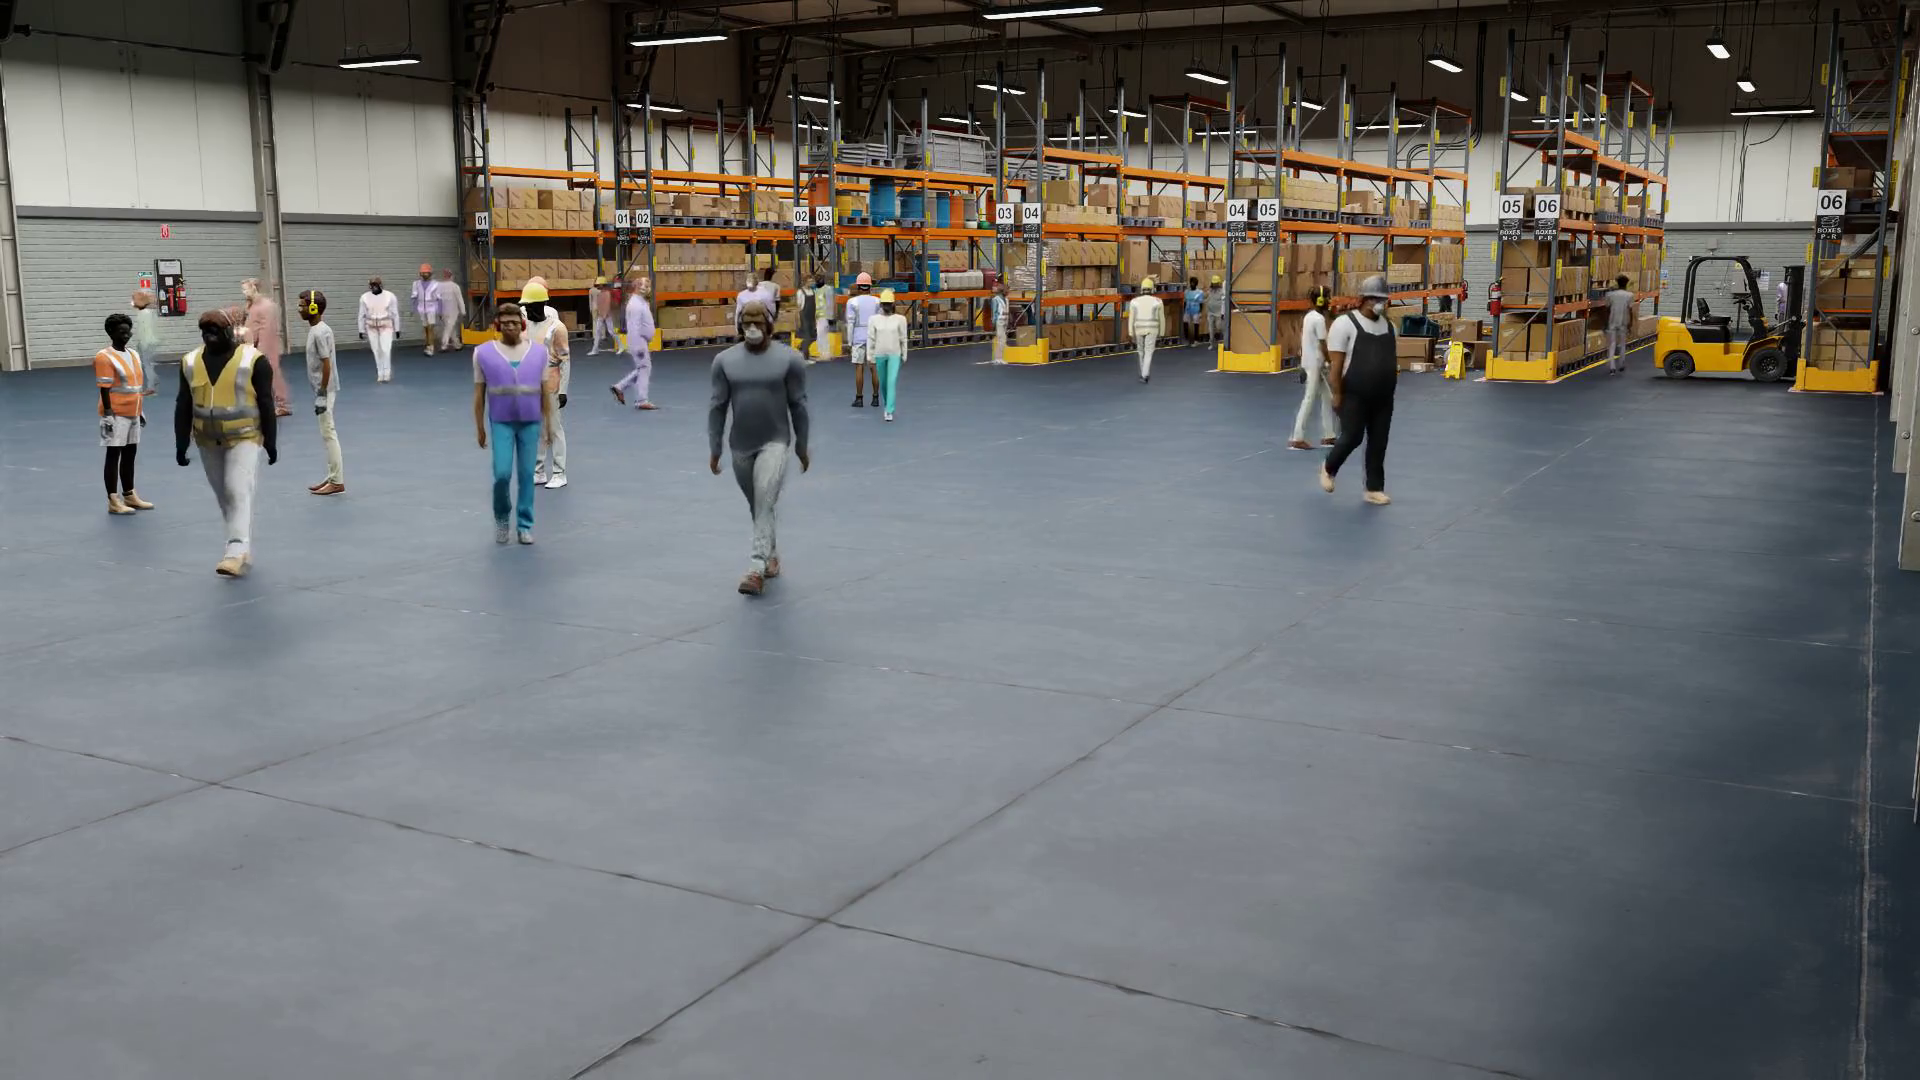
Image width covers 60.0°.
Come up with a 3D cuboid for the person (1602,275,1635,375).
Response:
[{"bbox_3d":[12.136,-3.960,30.680,0.539,1.817,0.982,4,11,24],"label":"person"}]

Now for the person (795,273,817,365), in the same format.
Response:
[{"bbox_3d":[-3.124,-4.455,33.544,0.570,1.832,0.535,8,12,39],"label":"person"}]

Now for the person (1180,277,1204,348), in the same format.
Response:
[{"bbox_3d":[5.458,-5.369,39.314,0.553,1.671,0.683,6,12,33],"label":"person"}]

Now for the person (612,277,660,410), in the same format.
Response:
[{"bbox_3d":[-4.615,-2.786,23.616,0.595,1.884,0.675,-1,10,-4],"label":"person"}]

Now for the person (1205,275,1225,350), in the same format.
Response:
[{"bbox_3d":[5.985,-5.307,38.832,0.492,1.732,0.484,7,12,35],"label":"person"}]

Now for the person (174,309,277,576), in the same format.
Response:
[{"bbox_3d":[-5.062,-0.653,11.341,0.645,1.807,0.848,1,10,4],"label":"person"}]

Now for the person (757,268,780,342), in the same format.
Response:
[{"bbox_3d":[-4.274,-5.012,36.535,0.634,1.914,0.923,-4,10,-20],"label":"person"}]

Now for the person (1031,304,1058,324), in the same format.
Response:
[{"bbox_3d":[1.919,-5.203,37.651,0.624,1.932,0.374,0,10,-2],"label":"person"}]

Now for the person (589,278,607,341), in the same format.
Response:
[{"bbox_3d":[-9.262,-5.909,42.654,0.494,1.624,0.279,0,10,-2],"label":"person"}]

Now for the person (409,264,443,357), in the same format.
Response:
[{"bbox_3d":[-11.564,-4.962,36.031,0.631,1.984,1.066,0,10,2],"label":"person"}]

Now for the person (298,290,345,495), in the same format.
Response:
[{"bbox_3d":[-5.842,-1.341,15.197,0.333,1.870,0.515,-4,10,-20],"label":"person"}]

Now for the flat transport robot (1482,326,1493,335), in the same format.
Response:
[{"bbox_3d":[14.583,-5.771,45.802,0.652,0.197,1.431,5,11,29],"label":"flat transport robot"}]

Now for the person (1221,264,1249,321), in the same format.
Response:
[{"bbox_3d":[5.811,-4.834,35.174,0.606,2.035,0.403,5,11,28],"label":"person"}]

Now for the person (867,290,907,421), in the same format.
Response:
[{"bbox_3d":[-0.962,-2.481,22.238,0.527,1.731,0.856,1,10,6],"label":"person"}]

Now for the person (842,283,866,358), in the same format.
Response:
[{"bbox_3d":[-2.215,-4.714,35.715,0.711,1.603,0.505,-7,12,-34],"label":"person"}]

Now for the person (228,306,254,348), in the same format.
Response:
[{"bbox_3d":[-8.716,-2.022,20.012,0.565,1.582,0.910,5,11,29],"label":"person"}]

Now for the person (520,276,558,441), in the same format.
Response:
[{"bbox_3d":[-4.945,-2.115,19.522,0.547,1.938,0.379,1,10,6],"label":"person"}]

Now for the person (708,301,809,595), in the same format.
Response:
[{"bbox_3d":[-1.328,-0.619,10.924,0.644,1.887,1.045,2,10,9],"label":"person"}]

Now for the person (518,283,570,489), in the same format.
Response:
[{"bbox_3d":[-3.935,-1.440,15.609,0.594,1.922,0.381,5,11,28],"label":"person"}]

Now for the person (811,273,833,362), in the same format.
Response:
[{"bbox_3d":[-2.909,-4.548,34.123,0.697,1.817,0.661,-6,11,-30],"label":"person"}]

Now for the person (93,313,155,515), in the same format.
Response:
[{"bbox_3d":[-7.099,-1.070,14.099,0.322,1.699,0.536,1,10,6],"label":"person"}]

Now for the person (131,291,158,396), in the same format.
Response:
[{"bbox_3d":[-12.769,-3.061,25.955,0.341,1.620,0.520,-8,12,-38],"label":"person"}]

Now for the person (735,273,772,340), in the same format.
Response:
[{"bbox_3d":[-3.573,-3.656,28.709,0.644,1.886,1.049,4,10,22],"label":"person"}]

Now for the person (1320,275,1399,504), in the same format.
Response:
[{"bbox_3d":[3.563,-1.340,14.683,0.693,2.000,0.676,-3,10,-19],"label":"person"}]

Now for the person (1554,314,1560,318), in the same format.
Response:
[{"bbox_3d":[14.591,-5.772,41.077,0.562,1.895,0.988,7,12,35],"label":"person"}]

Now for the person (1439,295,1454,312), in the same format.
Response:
[{"bbox_3d":[13.723,-6.800,47.138,0.726,1.871,0.643,2,10,14],"label":"person"}]

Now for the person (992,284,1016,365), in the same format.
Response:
[{"bbox_3d":[0.895,-4.319,33.363,0.613,1.616,0.518,6,11,30],"label":"person"}]

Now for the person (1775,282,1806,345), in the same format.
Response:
[{"bbox_3d":[18.427,-5.080,36.943,0.585,1.920,0.391,5,11,28],"label":"person"}]

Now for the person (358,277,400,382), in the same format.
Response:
[{"bbox_3d":[-10.001,-3.595,28.538,0.665,1.810,0.818,-1,10,-5],"label":"person"}]

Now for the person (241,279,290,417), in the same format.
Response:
[{"bbox_3d":[-9.514,-2.579,22.435,0.651,1.866,0.848,9,13,42],"label":"person"}]

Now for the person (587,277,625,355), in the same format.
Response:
[{"bbox_3d":[-7.815,-4.941,36.660,0.521,1.729,0.875,8,13,40],"label":"person"}]

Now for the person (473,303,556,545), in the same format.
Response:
[{"bbox_3d":[-3.351,-0.867,12.548,0.563,1.829,0.461,-5,11,-25],"label":"person"}]

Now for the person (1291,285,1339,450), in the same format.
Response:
[{"bbox_3d":[4.108,-1.914,18.627,0.805,1.844,0.526,0,10,3],"label":"person"}]

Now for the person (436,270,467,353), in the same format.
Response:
[{"bbox_3d":[-11.540,-5.191,37.775,0.672,1.848,1.014,4,11,23],"label":"person"}]

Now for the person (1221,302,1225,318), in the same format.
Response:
[{"bbox_3d":[6.525,-5.469,39.407,0.648,1.868,0.994,1,10,7],"label":"person"}]

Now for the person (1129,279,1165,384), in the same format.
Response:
[{"bbox_3d":[3.202,-3.578,28.537,0.602,1.789,0.947,3,10,17],"label":"person"}]

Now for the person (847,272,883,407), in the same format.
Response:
[{"bbox_3d":[-1.379,-2.883,24.024,0.542,1.938,0.357,-4,10,-20],"label":"person"}]

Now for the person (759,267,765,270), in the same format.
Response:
[{"bbox_3d":[-5.309,-6.406,44.804,0.575,1.885,0.355,5,11,28],"label":"person"}]

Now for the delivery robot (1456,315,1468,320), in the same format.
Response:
[{"bbox_3d":[13.678,-5.941,45.694,0.707,0.478,0.477,-2,10,-9],"label":"delivery robot"}]
